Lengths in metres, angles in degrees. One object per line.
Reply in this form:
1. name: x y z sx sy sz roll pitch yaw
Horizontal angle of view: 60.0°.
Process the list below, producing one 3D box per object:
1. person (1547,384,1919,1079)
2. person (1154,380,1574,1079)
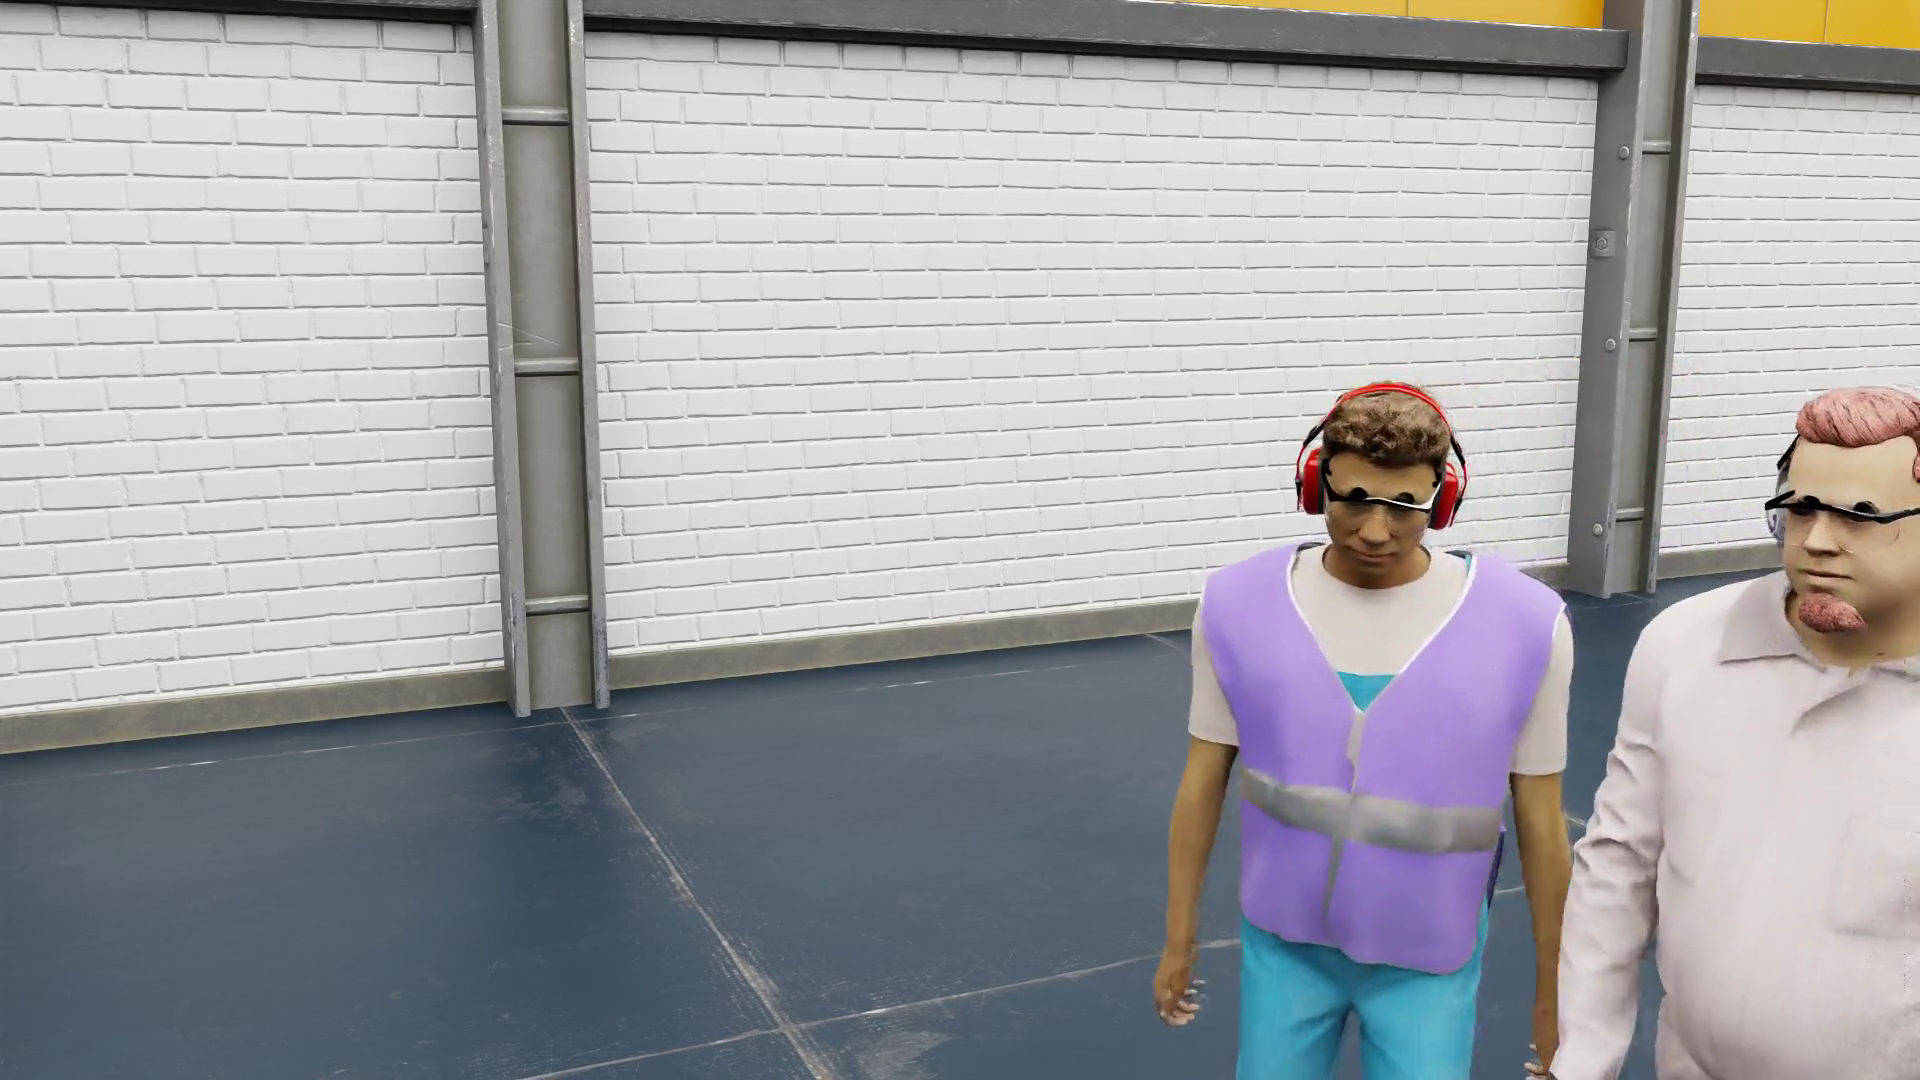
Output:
1. person: 1.127 0.719 2.169 0.990 1.864 0.645 -6 12 -32
2. person: 0.637 0.647 2.639 0.674 1.816 0.497 4 11 22
